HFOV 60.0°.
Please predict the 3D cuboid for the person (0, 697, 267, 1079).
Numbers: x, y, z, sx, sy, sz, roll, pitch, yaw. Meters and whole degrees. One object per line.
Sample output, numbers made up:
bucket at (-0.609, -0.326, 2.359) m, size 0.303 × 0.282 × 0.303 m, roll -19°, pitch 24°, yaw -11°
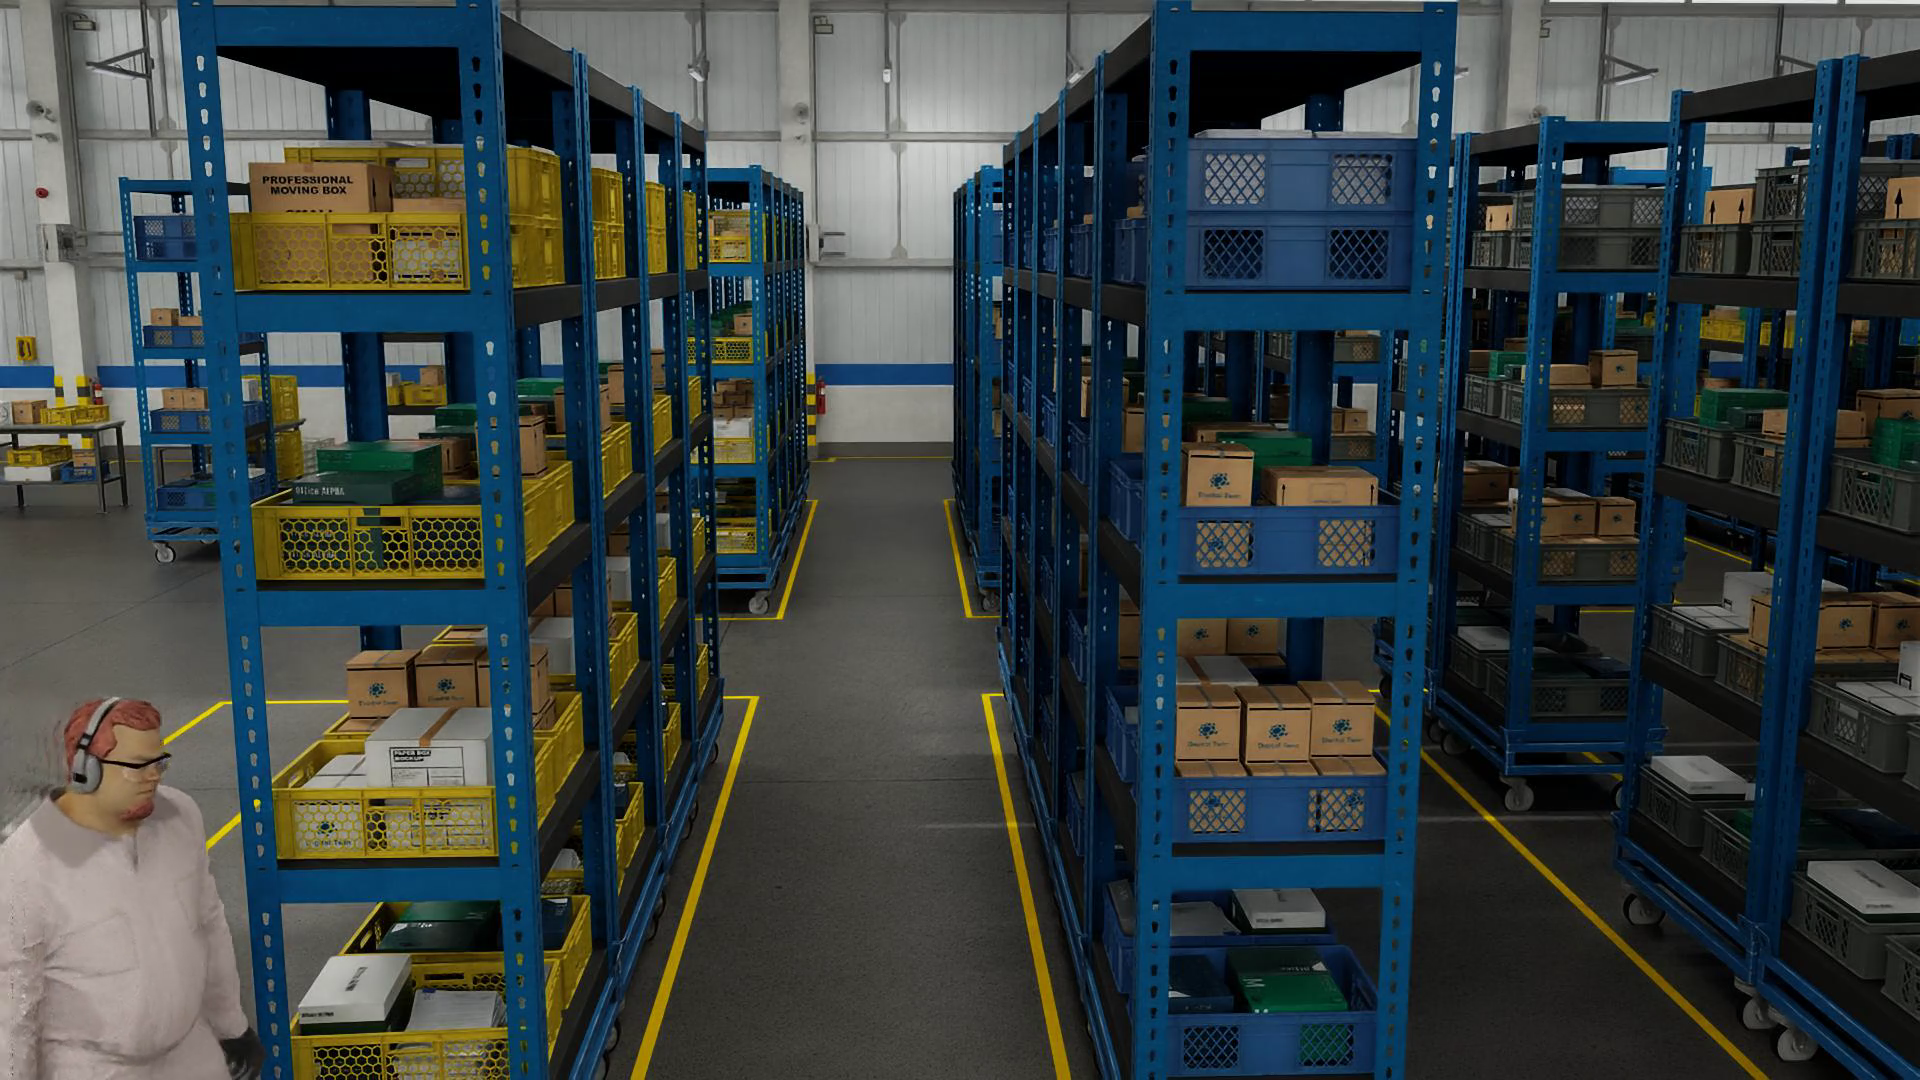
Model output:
person at (-2.091, 1.312, 4.157) m, size 0.478 × 1.882 × 0.662 m, roll 4°, pitch 11°, yaw 21°
